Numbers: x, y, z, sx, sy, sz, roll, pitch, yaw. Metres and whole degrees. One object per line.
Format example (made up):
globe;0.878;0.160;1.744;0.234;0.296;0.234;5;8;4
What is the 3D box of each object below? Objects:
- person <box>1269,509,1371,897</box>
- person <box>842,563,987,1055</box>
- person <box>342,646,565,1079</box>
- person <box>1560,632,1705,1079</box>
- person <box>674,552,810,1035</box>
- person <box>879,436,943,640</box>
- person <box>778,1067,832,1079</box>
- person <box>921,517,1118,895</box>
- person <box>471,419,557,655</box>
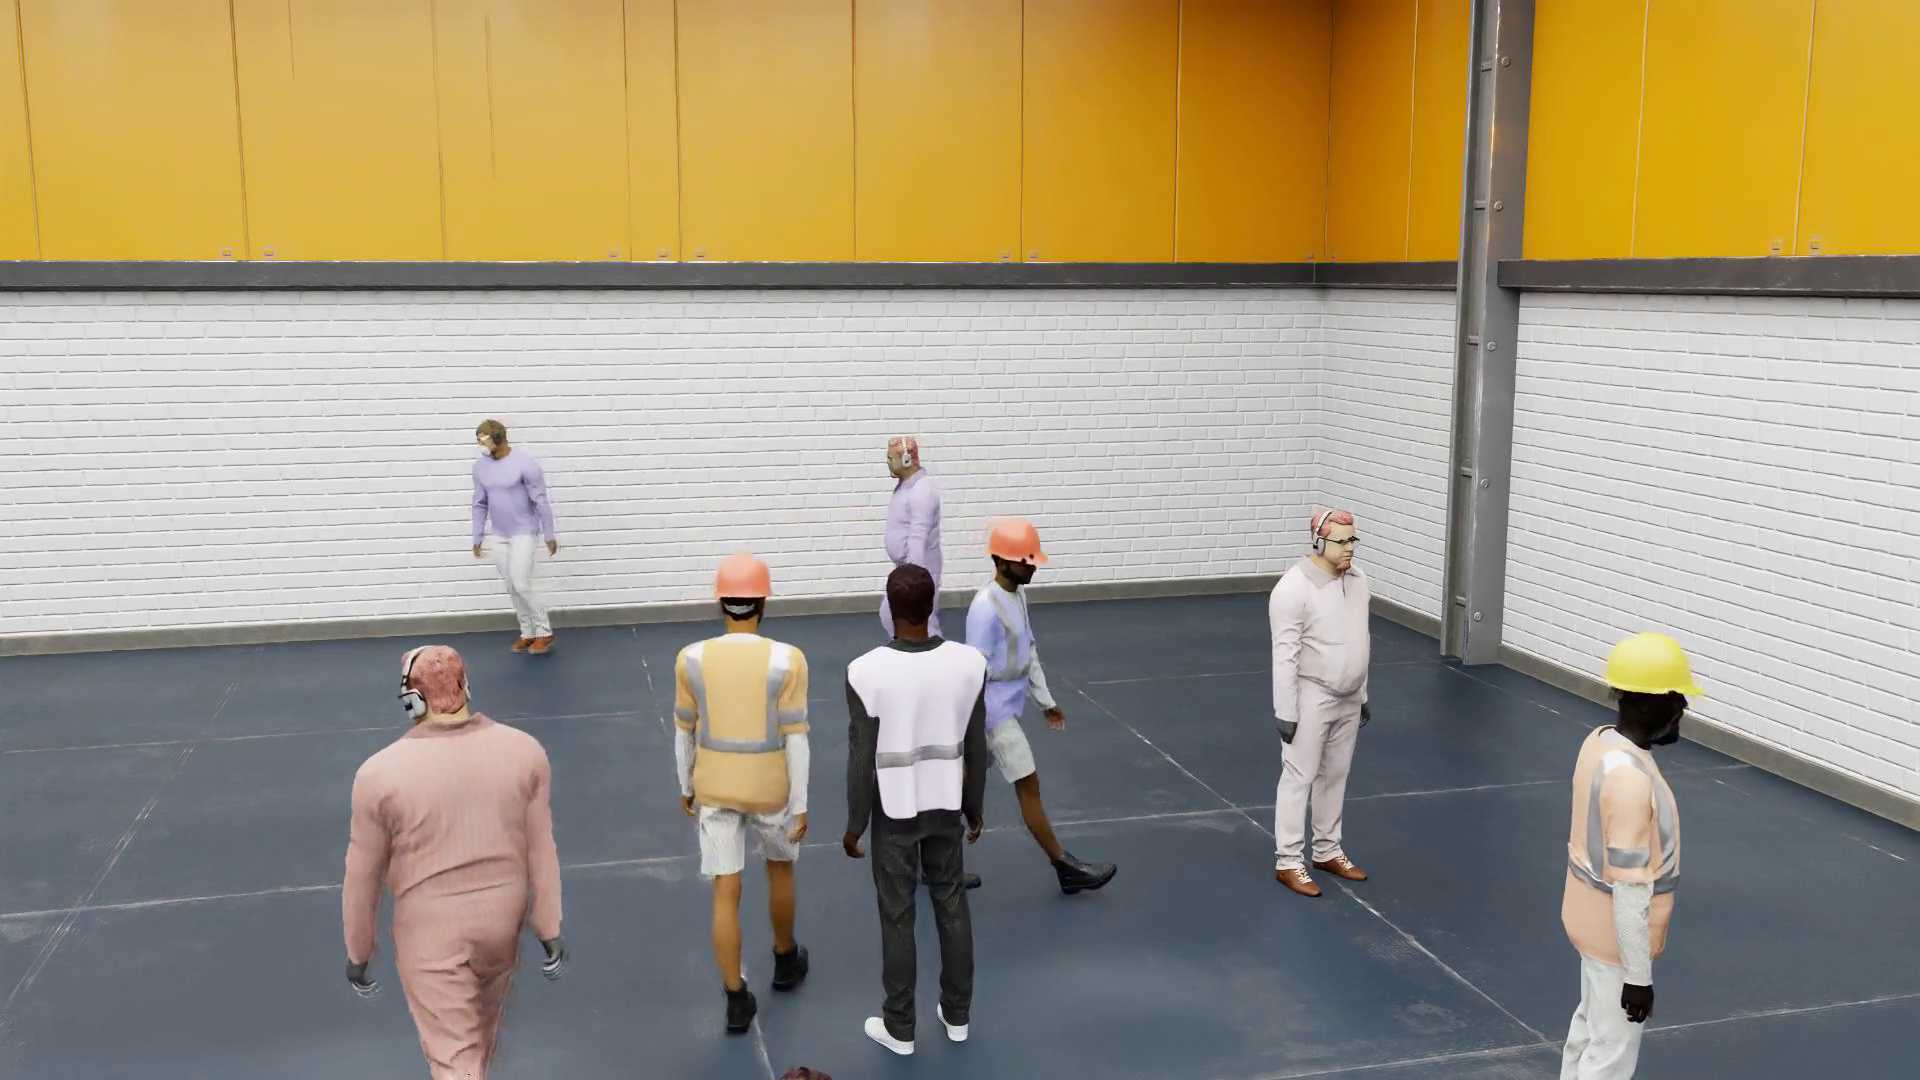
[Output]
person;1.796;0.787;8.161;0.644;1.903;0.401;-7;12;-39
person;-0.164;1.046;6.481;0.597;1.915;0.366;-4;10;-25
person;-1.641;1.262;5.419;0.656;1.836;1.081;-7;11;-36
person;2.097;1.237;5.249;0.369;1.929;0.586;2;9;12
person;-0.871;0.990;6.838;0.566;1.908;0.823;1;9;3
person;-0.340;0.206;11.803;0.529;1.886;0.661;-3;9;-16
person;-0.228;1.705;2.534;0.507;1.865;0.329;2;9;11
person;0.258;0.813;8.049;1.002;1.867;0.539;2;9;11
person;-3.547;-0.023;13.204;0.649;1.896;0.533;5;10;28
